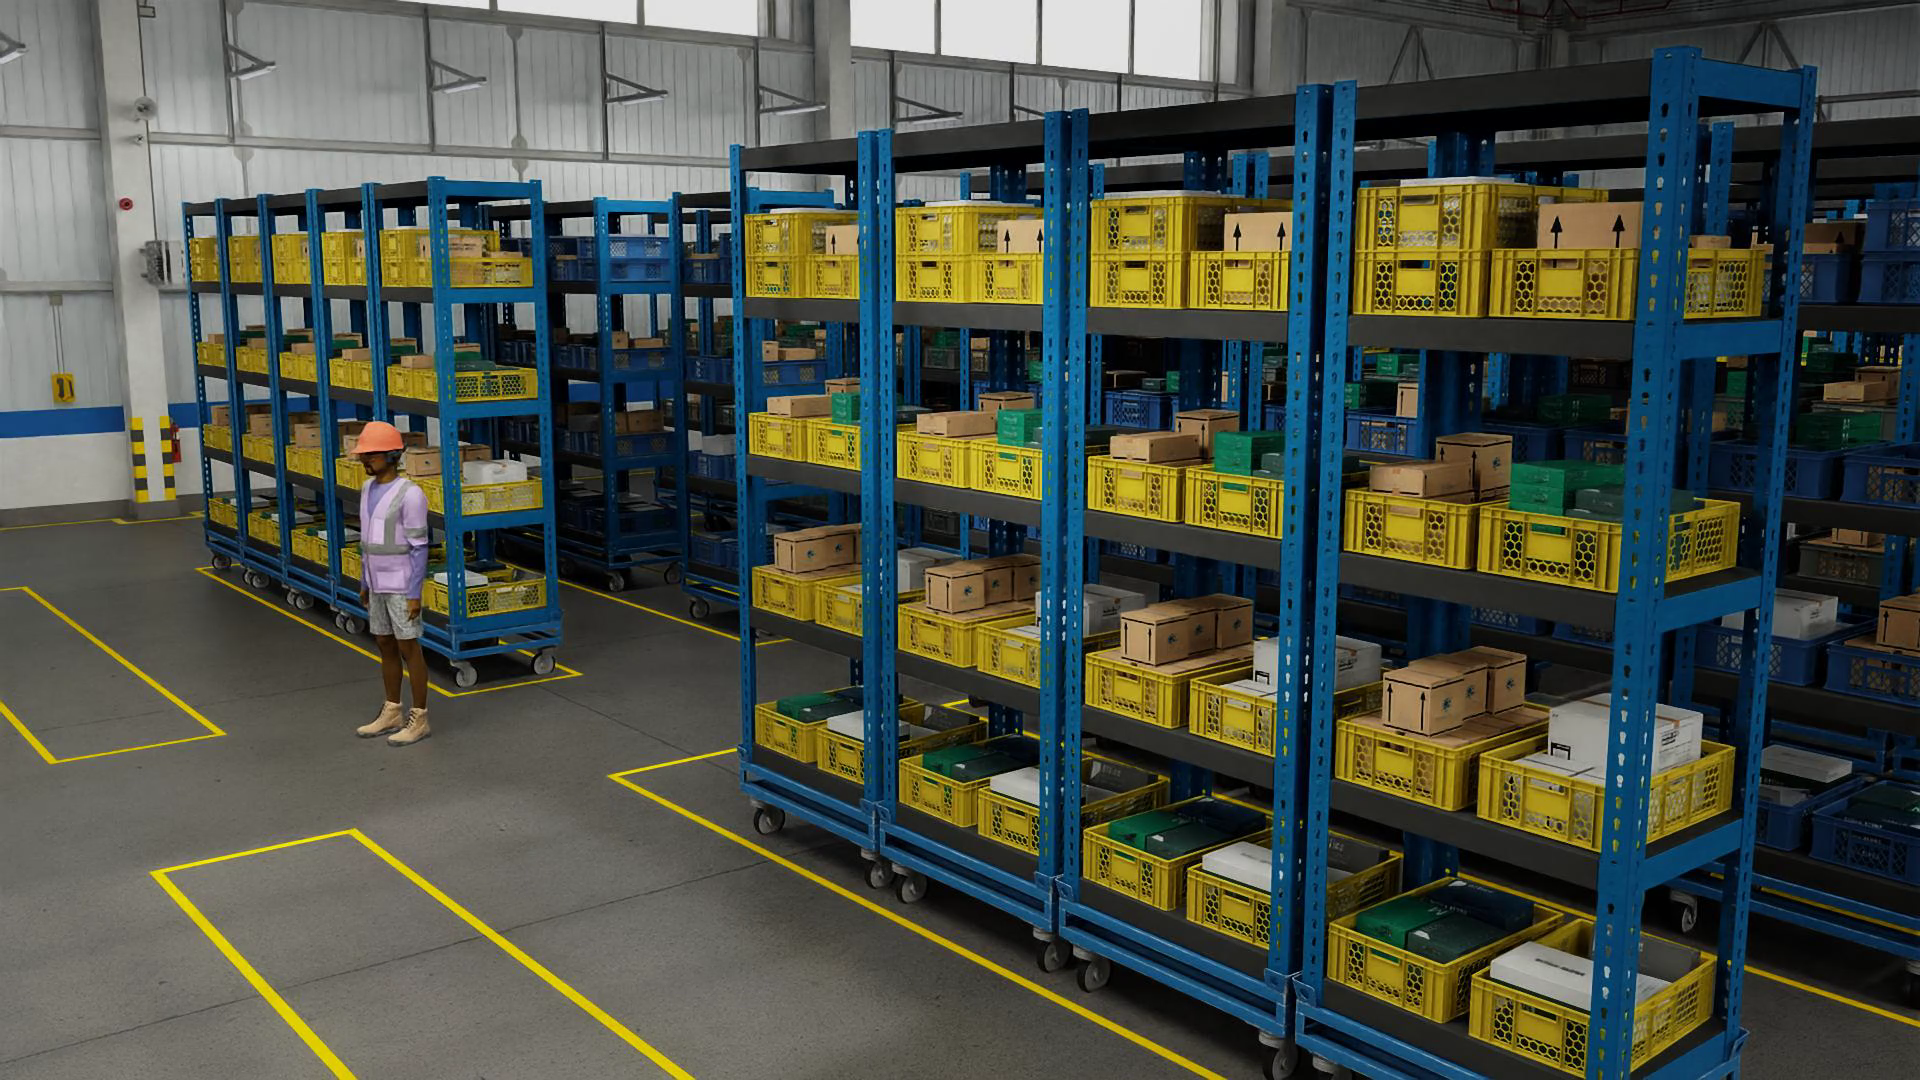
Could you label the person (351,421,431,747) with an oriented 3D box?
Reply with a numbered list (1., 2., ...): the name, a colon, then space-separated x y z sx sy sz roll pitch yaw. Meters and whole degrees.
1. person: -3.584 0.274 10.449 0.605 2.045 0.377 7 12 37
